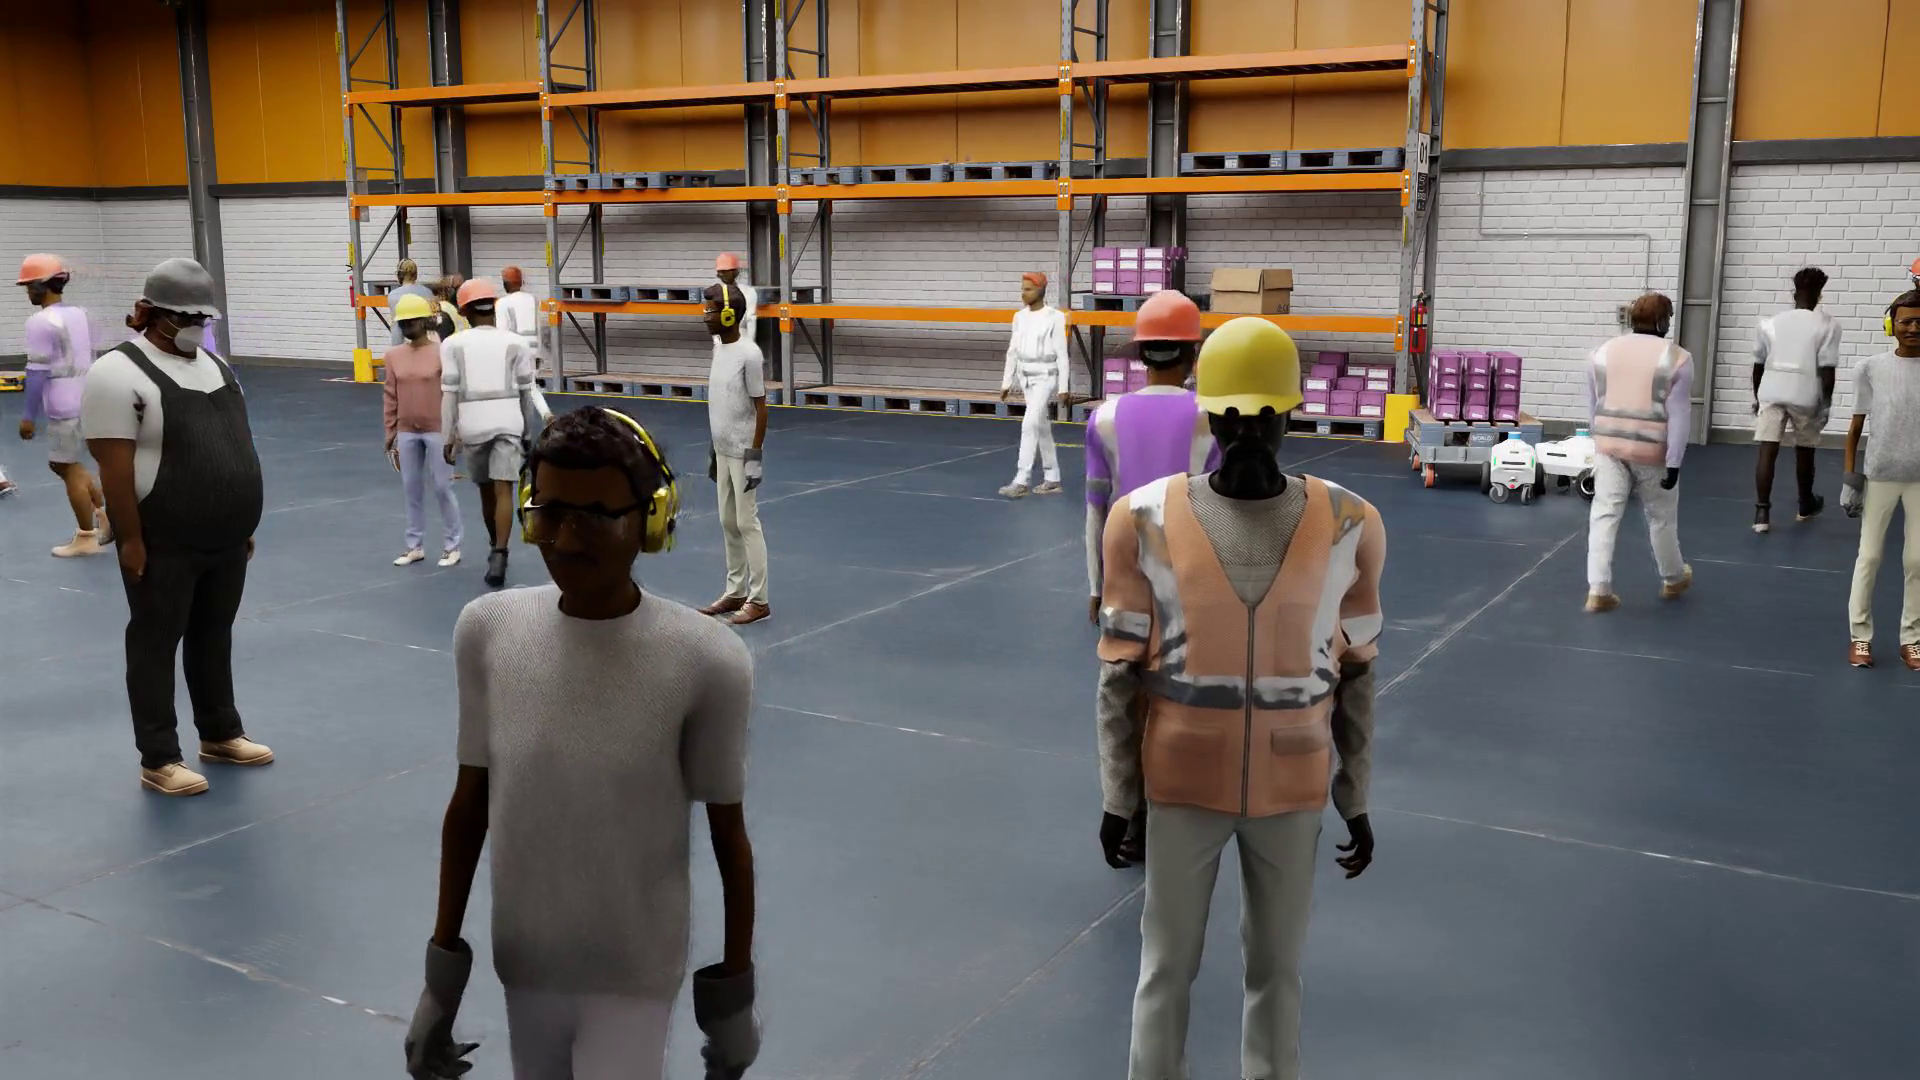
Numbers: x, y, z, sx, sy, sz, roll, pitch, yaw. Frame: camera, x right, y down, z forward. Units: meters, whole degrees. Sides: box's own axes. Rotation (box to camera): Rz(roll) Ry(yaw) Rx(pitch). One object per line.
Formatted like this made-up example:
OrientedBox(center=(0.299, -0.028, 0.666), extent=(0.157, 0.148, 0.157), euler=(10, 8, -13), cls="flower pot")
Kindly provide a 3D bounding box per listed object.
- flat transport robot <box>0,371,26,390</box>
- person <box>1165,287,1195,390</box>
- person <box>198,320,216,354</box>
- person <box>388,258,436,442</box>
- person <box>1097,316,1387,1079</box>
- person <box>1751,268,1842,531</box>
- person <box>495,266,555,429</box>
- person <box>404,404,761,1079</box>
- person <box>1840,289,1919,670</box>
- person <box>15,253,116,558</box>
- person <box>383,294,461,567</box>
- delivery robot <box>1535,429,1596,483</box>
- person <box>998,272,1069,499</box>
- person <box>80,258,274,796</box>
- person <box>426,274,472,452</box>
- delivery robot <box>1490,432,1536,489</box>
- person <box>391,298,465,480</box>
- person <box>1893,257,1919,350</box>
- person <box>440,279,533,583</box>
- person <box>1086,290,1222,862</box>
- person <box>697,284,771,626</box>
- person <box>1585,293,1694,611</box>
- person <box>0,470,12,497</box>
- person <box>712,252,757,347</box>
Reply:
OrientedBox(center=(-13.802, -2.310, 24.086), extent=(0.652, 0.197, 1.431), euler=(-2, 10, -12), cls="flat transport robot")
OrientedBox(center=(1.990, -1.598, 16.060), extent=(0.672, 1.670, 0.559), euler=(-1, 10, -5), cls="person")
OrientedBox(center=(-6.432, -1.239, 13.635), extent=(0.841, 1.811, 0.603), euler=(0, 10, 2), cls="person")
OrientedBox(center=(-5.801, -2.002, 17.616), extent=(0.358, 1.938, 0.636), euler=(4, 11, 24), cls="person")
OrientedBox(center=(0.580, 0.503, 3.465), extent=(0.591, 1.926, 0.386), euler=(0, 10, 2), cls="person")
OrientedBox(center=(6.122, -1.038, 12.236), extent=(0.643, 1.895, 1.015), euler=(9, 13, 41), cls="person")
OrientedBox(center=(-4.602, -1.946, 17.510), extent=(0.699, 1.863, 0.576), euler=(9, 13, 41), cls="person")
OrientedBox(center=(-0.580, 0.687, 2.688), extent=(0.533, 1.838, 0.874), euler=(3, 11, 18), cls="person")
OrientedBox(center=(4.610, -0.288, 8.147), extent=(0.514, 1.866, 0.333), euler=(3, 11, 18), cls="person")
OrientedBox(center=(-5.936, -0.868, 10.979), extent=(0.441, 2.021, 0.602), euler=(-1, 10, -4), cls="person")
OrientedBox(center=(-3.472, -0.701, 10.750), extent=(0.533, 1.767, 0.321), euler=(2, 10, 10), cls="person")
OrientedBox(center=(5.141, -0.679, 13.778), extent=(0.477, 0.478, 0.707), euler=(-8, 13, -39), cls="delivery robot")
OrientedBox(center=(0.536, -1.268, 13.702), extent=(0.852, 1.847, 0.596), euler=(-7, 12, -36), cls="person")
OrientedBox(center=(-2.939, -0.070, 6.389), extent=(0.536, 2.000, 0.673), euler=(3, 10, 17), cls="person")
OrientedBox(center=(-4.923, -1.693, 16.293), extent=(0.949, 1.804, 0.630), euler=(0, 10, 2), cls="person")
OrientedBox(center=(4.508, -0.639, 13.554), extent=(0.477, 0.478, 0.707), euler=(3, 11, 17), cls="delivery robot")
OrientedBox(center=(-4.708, -1.321, 14.649), extent=(0.541, 1.616, 0.513), euler=(0, 10, 0), cls="person")
OrientedBox(center=(8.278, -1.461, 14.398), extent=(0.379, 1.996, 0.609), euler=(5, 11, 28), cls="person")
OrientedBox(center=(-2.942, -0.682, 10.373), extent=(0.559, 1.868, 0.988), euler=(-2, 10, -13), cls="person")
OrientedBox(center=(0.685, 0.130, 5.589), extent=(0.556, 1.919, 0.419), euler=(4, 11, 22), cls="person")
OrientedBox(center=(-1.244, -0.466, 9.133), extent=(0.310, 1.864, 0.532), euler=(-7, 12, -34), cls="person")
OrientedBox(center=(3.931, -0.509, 9.568), extent=(0.627, 1.799, 0.932), euler=(9, 14, 43), cls="person")
OrientedBox(center=(-8.186, -1.097, 13.486), extent=(0.849, 1.592, 0.512), euler=(0, 10, 0), cls="person")
OrientedBox(center=(-2.478, -2.171, 18.407), extent=(0.607, 2.014, 0.927), euler=(3, 10, 15), cls="person")
